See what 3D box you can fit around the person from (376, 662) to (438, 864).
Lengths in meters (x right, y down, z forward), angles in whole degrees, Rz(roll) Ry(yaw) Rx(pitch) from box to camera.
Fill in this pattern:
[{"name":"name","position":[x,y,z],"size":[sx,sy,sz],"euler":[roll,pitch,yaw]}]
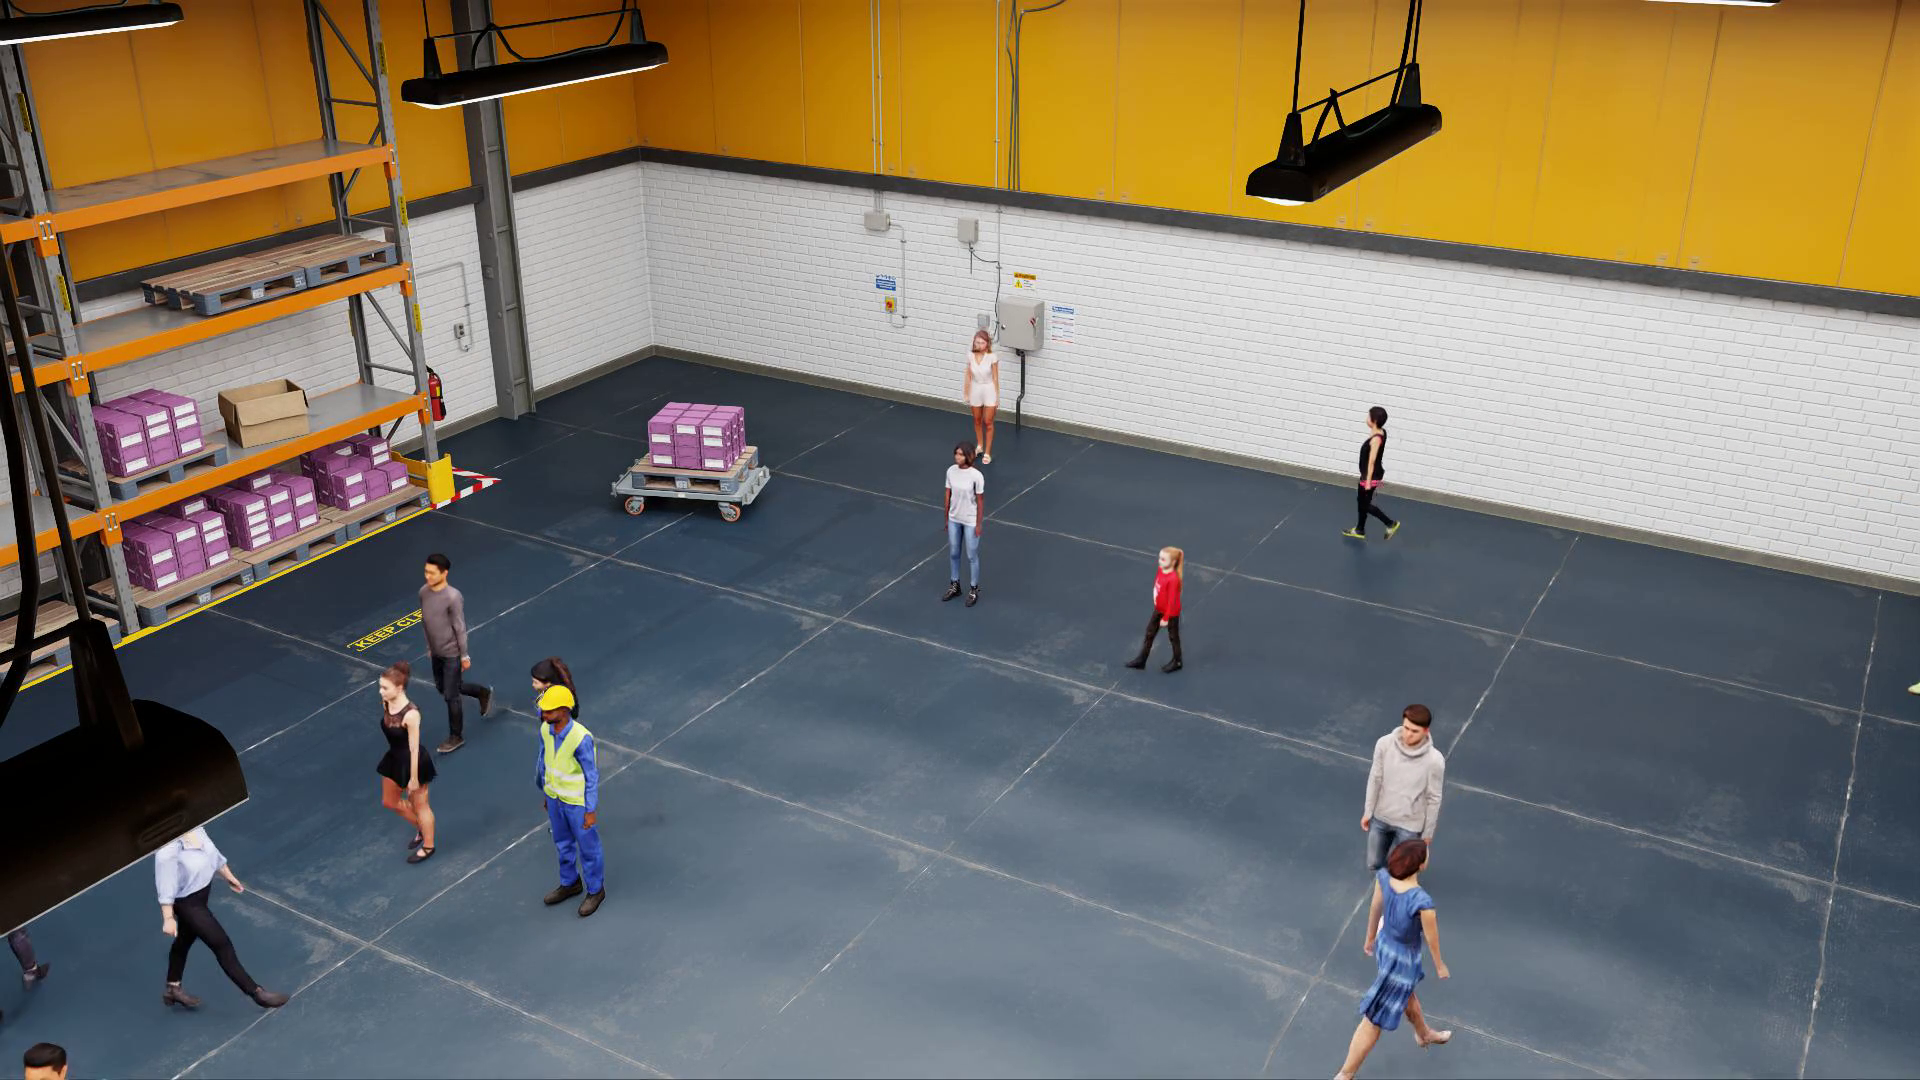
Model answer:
[{"name":"person","position":[-4.079,1.652,12.506],"size":[0.637,1.669,0.636],"euler":[21,31,39]}]

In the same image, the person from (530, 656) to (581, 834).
[{"name":"person","position":[-2.984,1.599,12.695],"size":[0.794,1.613,0.750],"euler":[-9,25,-21]}]

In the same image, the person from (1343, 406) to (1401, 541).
[{"name":"person","position":[4.519,-0.692,18.033],"size":[0.706,1.535,0.814],"euler":[8,25,18]}]

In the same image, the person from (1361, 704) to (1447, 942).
[{"name":"person","position":[3.128,1.919,11.674],"size":[0.744,1.844,0.923],"euler":[17,29,33]}]

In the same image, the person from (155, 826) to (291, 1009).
[{"name":"person","position":[-5.088,2.369,10.822],"size":[1.114,1.702,1.167],"euler":[-1,24,-2]}]

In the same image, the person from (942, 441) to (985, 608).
[{"name":"person","position":[0.043,-0.178,16.629],"size":[0.576,1.719,0.509],"euler":[14,27,29]}]

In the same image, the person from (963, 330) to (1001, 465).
[{"name":"person","position":[0.307,-1.783,20.357],"size":[0.706,1.673,0.796],"euler":[12,26,25]}]

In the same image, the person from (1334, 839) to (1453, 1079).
[{"name":"person","position":[2.583,2.659,10.111],"size":[1.250,1.740,1.115],"euler":[-9,25,-19]}]

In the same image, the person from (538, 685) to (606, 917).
[{"name":"person","position":[-2.784,1.834,11.909],"size":[0.653,1.812,0.566],"euler":[14,27,29]}]

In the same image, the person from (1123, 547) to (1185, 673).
[{"name":"person","position":[1.956,0.644,15.320],"size":[0.884,1.260,0.779],"euler":[-10,25,-21]}]

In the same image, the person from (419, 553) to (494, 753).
[{"name":"person","position":[-4.268,0.908,14.101],"size":[0.938,1.753,0.670],"euler":[13,27,27]}]
